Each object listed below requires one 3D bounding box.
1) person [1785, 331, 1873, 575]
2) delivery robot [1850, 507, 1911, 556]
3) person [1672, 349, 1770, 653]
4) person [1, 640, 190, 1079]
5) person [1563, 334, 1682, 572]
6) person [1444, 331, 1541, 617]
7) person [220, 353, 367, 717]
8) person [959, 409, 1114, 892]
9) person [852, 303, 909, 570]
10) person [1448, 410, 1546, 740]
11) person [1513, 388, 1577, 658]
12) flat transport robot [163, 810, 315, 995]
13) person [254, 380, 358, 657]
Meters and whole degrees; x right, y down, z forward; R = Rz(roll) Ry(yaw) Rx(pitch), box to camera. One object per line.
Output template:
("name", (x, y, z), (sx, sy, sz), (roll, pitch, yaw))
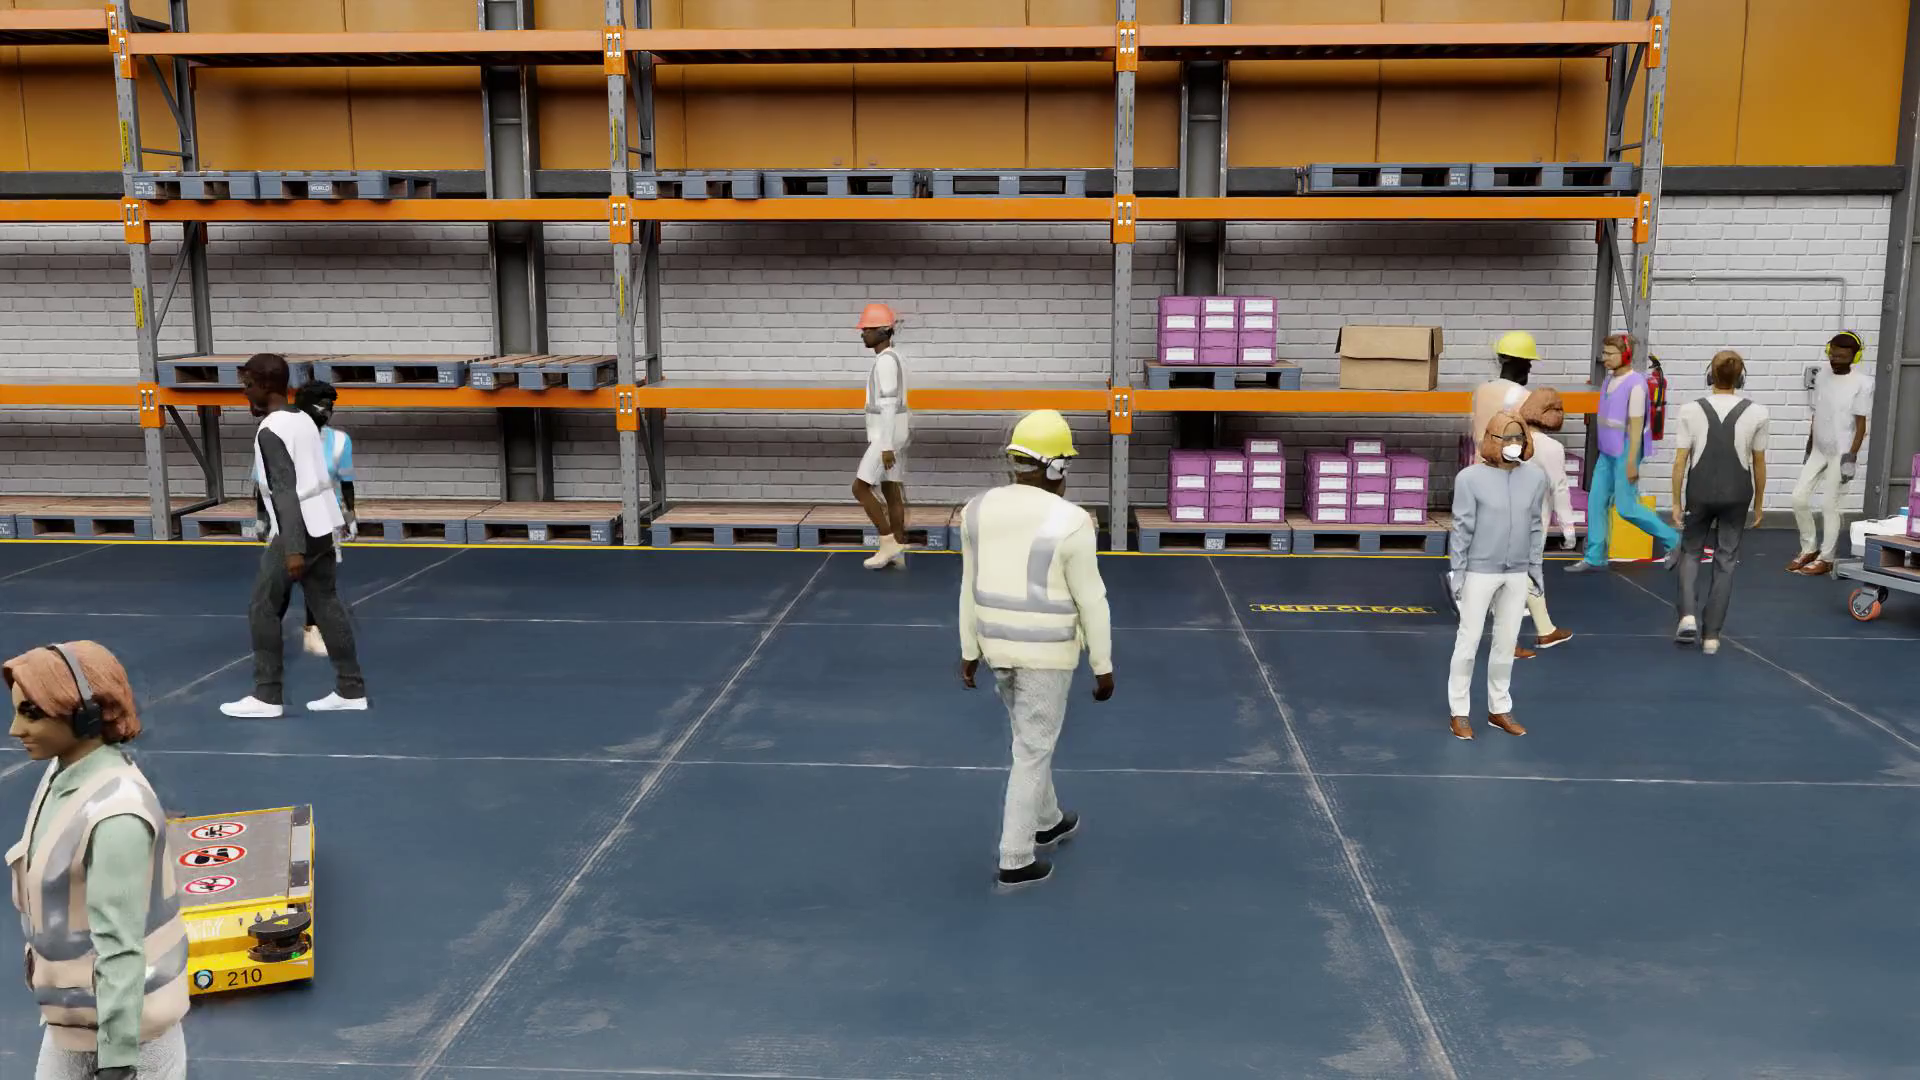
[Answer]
("person", (6.406, -0.625, 12.296), (0.481, 1.837, 0.585), (-4, 10, -20))
("delivery robot", (6.875, 0.003, 12.089), (0.477, 0.478, 0.707), (-6, 11, -30))
("person", (4.555, -0.228, 9.992), (0.514, 1.827, 0.393), (5, 11, 25))
("person", (-1.781, 0.995, 3.464), (0.702, 1.613, 0.533), (-8, 13, -40))
("person", (4.998, -0.629, 12.401), (0.781, 1.818, 0.573), (0, 10, -3))
("person", (3.462, -0.404, 10.813), (0.696, 1.900, 0.595), (-3, 10, -19))
("person", (-3.504, -0.010, 8.556), (0.824, 1.881, 0.667), (-1, 10, -3))
("person", (0.361, 0.399, 6.394), (0.615, 1.800, 0.795), (9, 13, 42))
("person", (-0.616, -0.763, 12.539), (0.478, 2.026, 0.646), (0, 10, 2))
("person", (2.654, 0.172, 8.224), (0.507, 1.631, 0.266), (-2, 10, -14))
("person", (3.487, -0.096, 9.851), (0.691, 1.607, 0.515), (-3, 10, -15))
("flat transport robot", (-2.656, 1.244, 5.932), (0.652, 0.197, 1.431), (-4, 10, -20))
("person", (-3.836, -0.119, 9.803), (0.553, 1.662, 0.408), (-8, 12, -38))
